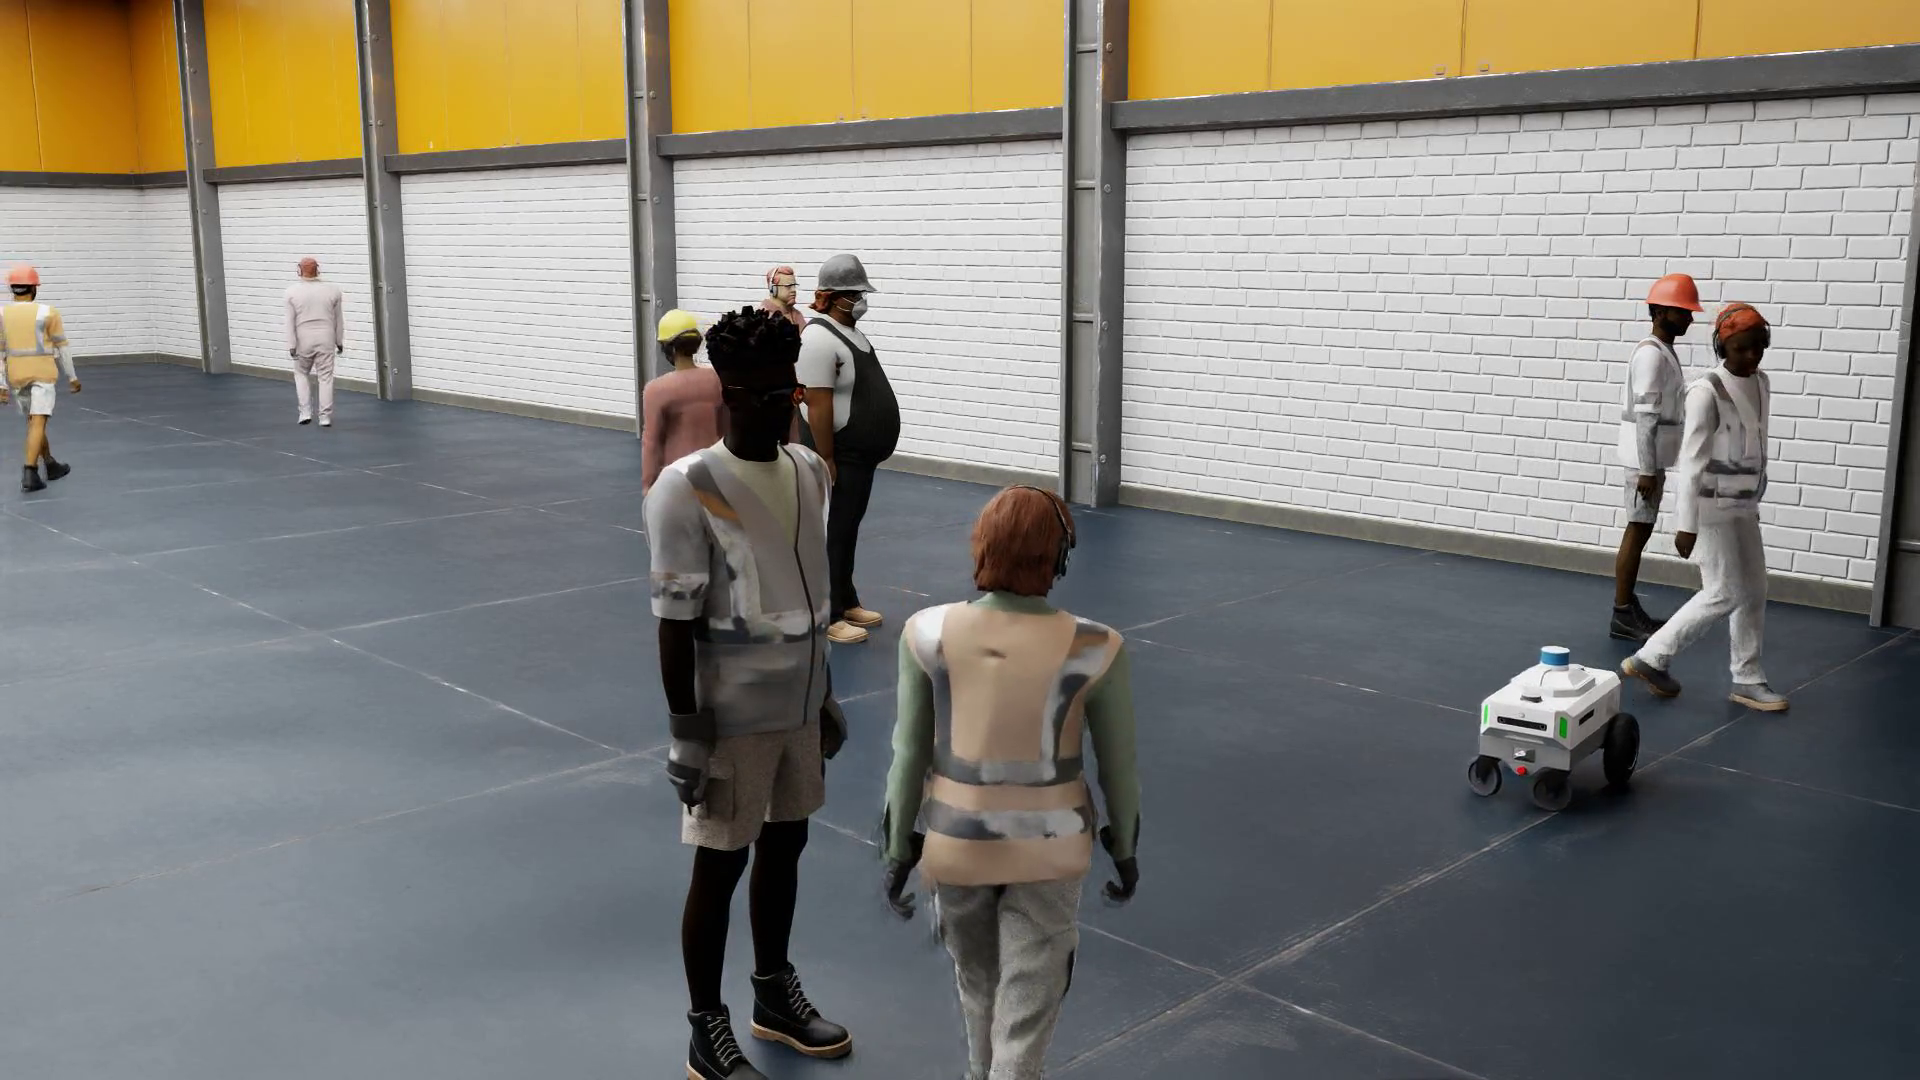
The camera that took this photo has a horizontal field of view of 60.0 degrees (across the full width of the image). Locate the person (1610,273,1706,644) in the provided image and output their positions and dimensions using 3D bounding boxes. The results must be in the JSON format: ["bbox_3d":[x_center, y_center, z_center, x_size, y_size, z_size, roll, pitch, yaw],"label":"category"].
[{"bbox_3d":[3.664,-0.426,8.759,0.375,1.934,0.548,5,12,27],"label":"person"}]

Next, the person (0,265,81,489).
[{"bbox_3d":[-7.897,-1.389,14.169,0.563,1.891,1.018,-1,10,-4],"label":"person"}]

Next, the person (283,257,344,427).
[{"bbox_3d":[-7.259,-2.222,18.692,0.649,1.885,0.670,-6,12,-29],"label":"person"}]

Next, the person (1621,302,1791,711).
[{"bbox_3d":[3.371,-0.142,7.449,0.630,1.858,0.659,-9,14,-41],"label":"person"}]

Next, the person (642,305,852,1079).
[{"bbox_3d":[-0.502,0.403,4.148,0.361,1.963,0.618,7,12,33],"label":"person"}]

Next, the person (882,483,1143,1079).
[{"bbox_3d":[0.143,0.671,3.658,0.527,1.599,0.809,3,11,17],"label":"person"}]

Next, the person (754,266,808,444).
[{"bbox_3d":[-1.294,-1.058,12.278,0.407,1.906,0.655,5,12,26],"label":"person"}]

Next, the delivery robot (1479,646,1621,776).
[{"bbox_3d":[2.271,0.653,6.384,0.477,0.478,0.707,8,13,36],"label":"delivery robot"}]

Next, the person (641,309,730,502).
[{"bbox_3d":[-1.404,-0.317,8.654,0.536,1.750,0.427,-9,14,-40],"label":"person"}]

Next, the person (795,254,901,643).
[{"bbox_3d":[-0.584,-0.493,8.835,0.538,2.000,0.689,2,11,10],"label":"person"}]
